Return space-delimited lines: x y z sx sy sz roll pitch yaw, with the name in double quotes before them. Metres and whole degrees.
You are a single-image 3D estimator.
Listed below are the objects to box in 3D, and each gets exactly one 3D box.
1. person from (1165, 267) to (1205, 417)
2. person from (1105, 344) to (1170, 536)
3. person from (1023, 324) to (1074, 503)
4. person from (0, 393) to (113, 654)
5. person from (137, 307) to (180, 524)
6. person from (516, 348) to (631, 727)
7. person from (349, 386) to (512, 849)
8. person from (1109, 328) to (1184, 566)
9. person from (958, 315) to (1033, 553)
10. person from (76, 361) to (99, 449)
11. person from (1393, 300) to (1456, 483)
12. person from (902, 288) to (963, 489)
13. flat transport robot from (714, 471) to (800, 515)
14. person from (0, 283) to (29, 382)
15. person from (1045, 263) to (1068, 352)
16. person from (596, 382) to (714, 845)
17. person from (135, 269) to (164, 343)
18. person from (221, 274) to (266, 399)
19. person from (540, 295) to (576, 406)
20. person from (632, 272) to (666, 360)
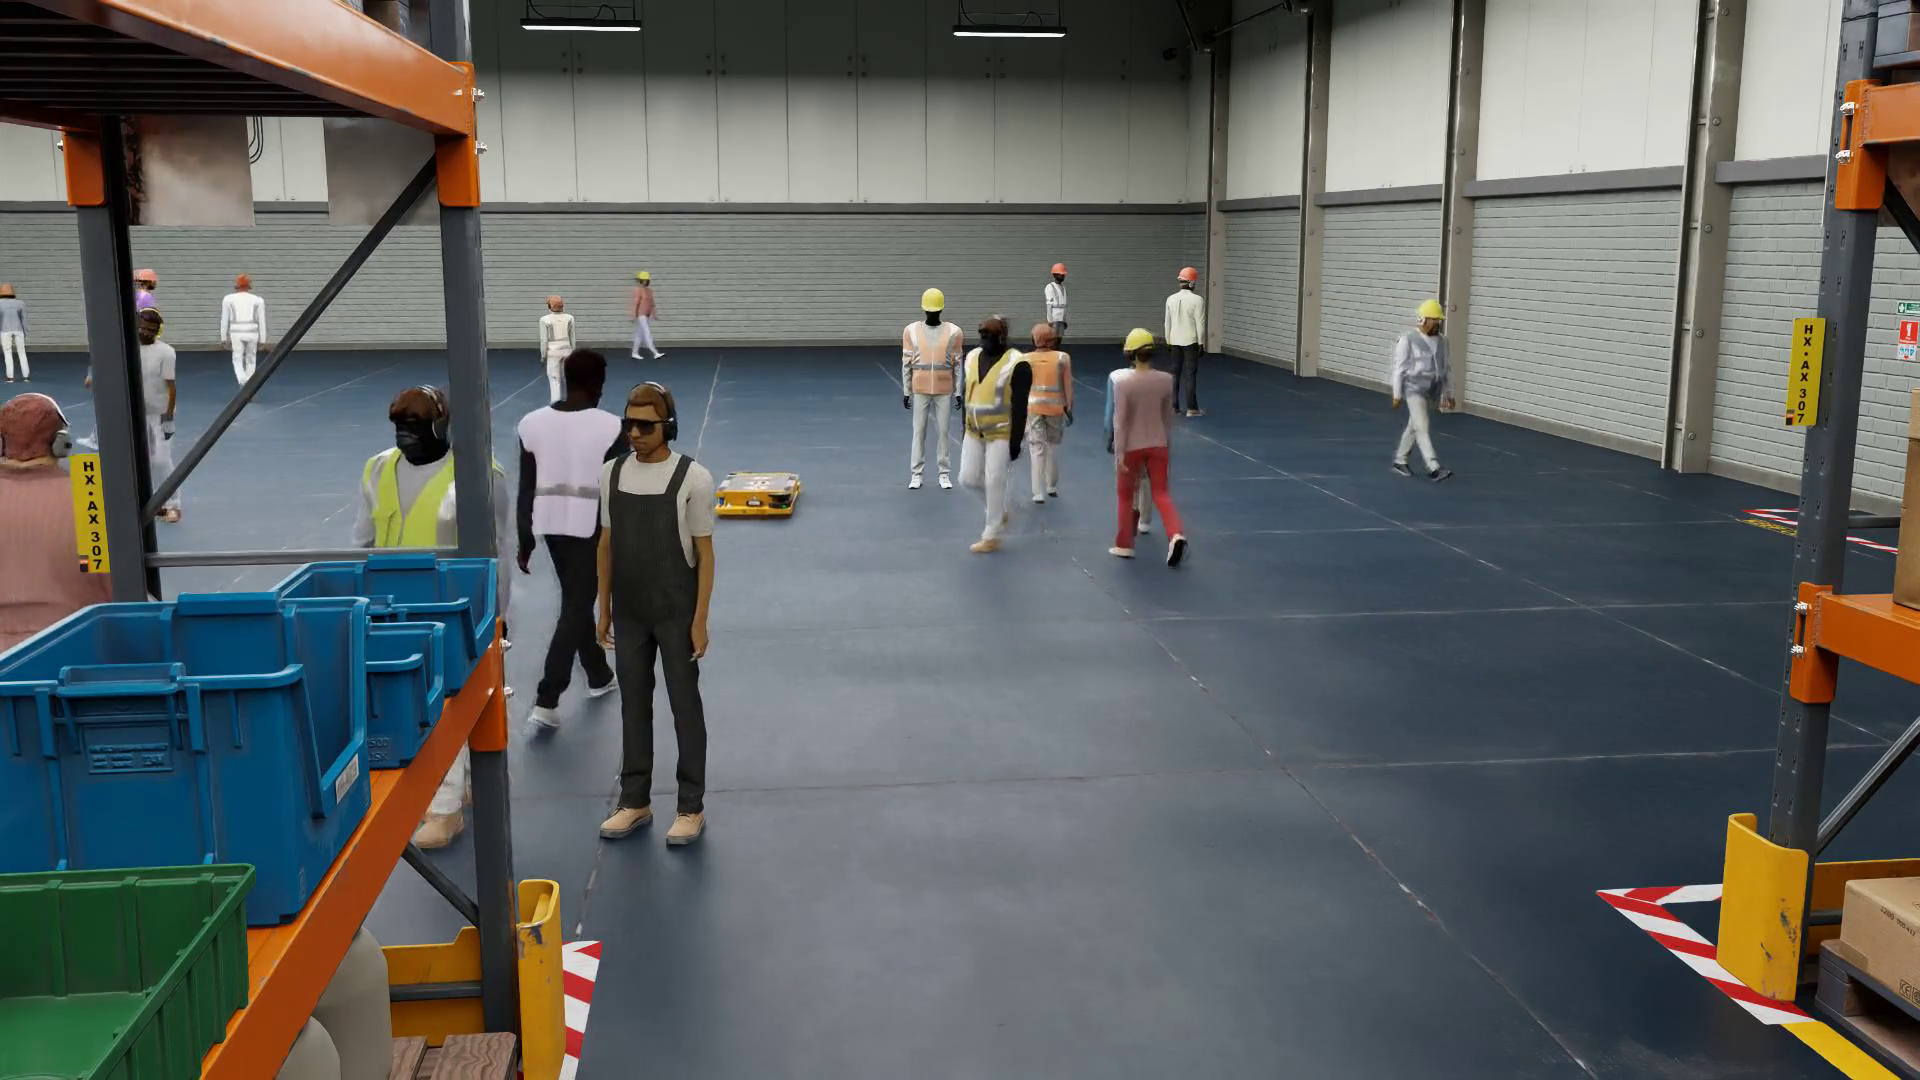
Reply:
"person" 3.037 -2.658 22.369 0.611 1.996 0.387 10 14 43
"person" 1.428 -0.813 13.281 0.529 1.612 0.622 0 10 -1
"person" 0.748 -1.167 15.231 0.553 1.609 0.715 -1 10 -3
"person" -3.106 0.453 5.635 0.684 1.883 0.438 -3 11 -16
"person" -6.815 -1.050 14.021 0.686 1.829 0.433 5 12 28
"person" -1.921 -0.026 8.337 0.606 1.867 1.021 3 11 17
"person" -2.162 0.302 6.644 0.640 1.819 0.732 4 11 20
"person" 1.371 -0.683 12.227 0.522 1.741 0.784 -4 11 -20
"person" 0.262 -0.804 12.679 0.647 1.822 0.469 9 13 40
"person" -9.564 -1.838 18.686 0.896 1.693 0.501 0 10 -1
"person" 4.615 -1.469 16.431 0.609 1.776 0.980 -5 11 -25
"person" -0.261 -1.440 15.906 0.585 1.918 0.378 0 10 -2
"flat transport robot" -1.796 -0.427 14.866 0.652 0.197 1.431 0 10 -2
"person" -15.772 -3.441 27.652 0.507 1.631 0.266 -10 14 -42
"person" 1.723 -3.895 29.305 0.362 1.939 0.542 7 12 33
"person" -1.214 0.292 6.611 0.508 1.845 0.345 3 11 16
"person" -12.240 -3.124 25.127 0.461 1.919 0.559 -7 13 -35
"person" -10.499 -2.965 24.413 0.634 1.862 0.719 -5 11 -25
"person" -5.337 -2.433 22.106 0.512 1.642 0.312 -9 14 -40
"person" -6.141 -4.389 32.610 0.904 1.718 0.565 4 11 23
